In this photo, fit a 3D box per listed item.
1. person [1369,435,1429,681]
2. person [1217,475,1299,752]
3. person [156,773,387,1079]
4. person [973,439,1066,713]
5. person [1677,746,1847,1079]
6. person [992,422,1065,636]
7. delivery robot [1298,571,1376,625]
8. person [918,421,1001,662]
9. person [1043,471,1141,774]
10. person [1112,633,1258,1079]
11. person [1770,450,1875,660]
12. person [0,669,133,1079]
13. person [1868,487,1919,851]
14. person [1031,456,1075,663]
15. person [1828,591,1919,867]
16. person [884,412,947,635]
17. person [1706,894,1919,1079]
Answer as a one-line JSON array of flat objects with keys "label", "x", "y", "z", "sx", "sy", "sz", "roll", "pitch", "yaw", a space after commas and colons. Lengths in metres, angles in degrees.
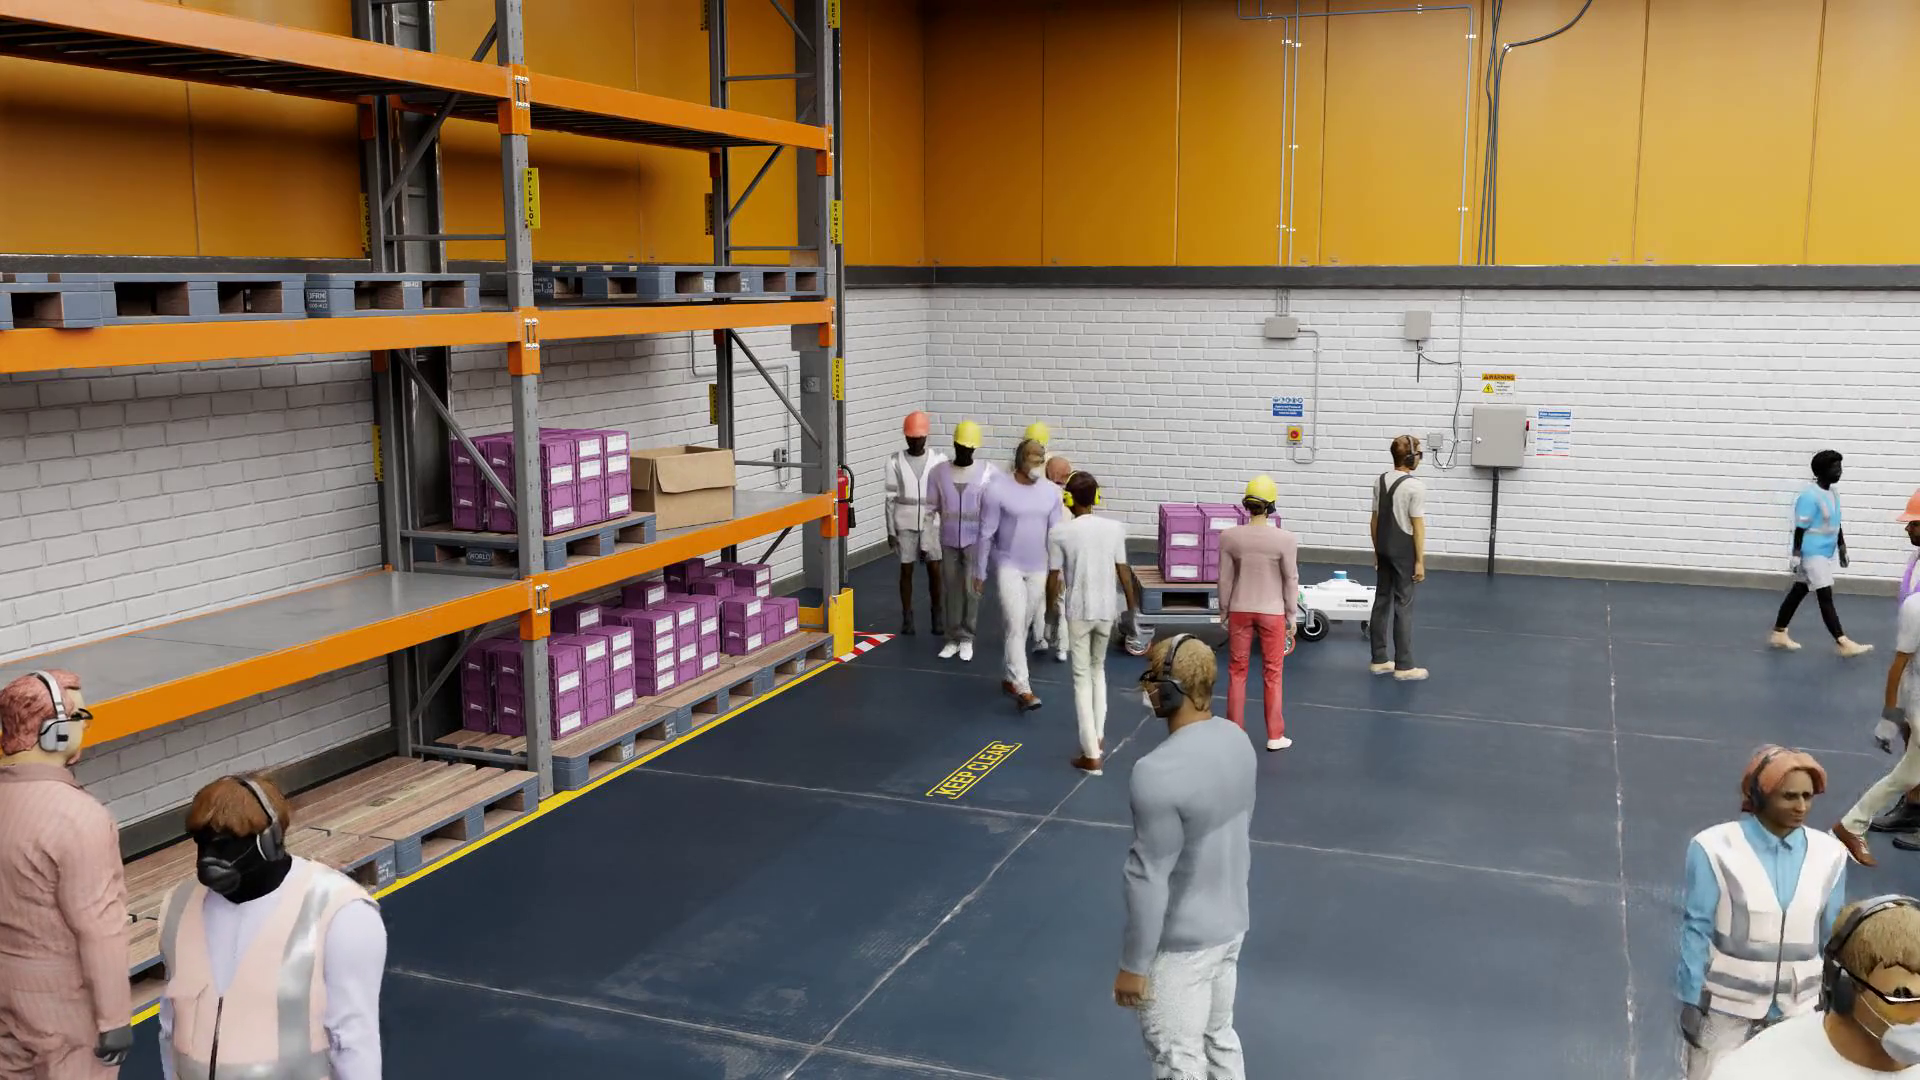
[{"label": "person", "x": 3.301, "y": 0.129, "z": 12.520, "sx": 0.347, "sy": 1.846, "sz": 0.505, "roll": -5, "pitch": 10, "yaw": -28}, {"label": "person", "x": 1.904, "y": 0.469, "z": 10.631, "sx": 0.522, "sy": 1.769, "sz": 0.317, "roll": 4, "pitch": 10, "yaw": 24}, {"label": "person", "x": -1.729, "y": 1.460, "z": 4.234, "sx": 0.642, "sy": 1.822, "sz": 0.652, "roll": 2, "pitch": 9, "yaw": 12}, {"label": "person", "x": 0.488, "y": 0.249, "z": 11.623, "sx": 0.650, "sy": 1.891, "sz": 0.959, "roll": -4, "pitch": 10, "yaw": -26}, {"label": "person", "x": 2.454, "y": 1.405, "z": 5.200, "sx": 0.515, "sy": 1.619, "sz": 0.662, "roll": 0, "pitch": 9, "yaw": 1}, {"label": "person", "x": 0.567, "y": -0.099, "z": 14.097, "sx": 0.625, "sy": 1.796, "sz": 0.706, "roll": 7, "pitch": 11, "yaw": 37}, {"label": "delivery robot", "x": 3.174, "y": 0.504, "z": 13.911, "sx": 0.707, "sy": 0.478, "sz": 0.477, "roll": 1, "pitch": 9, "yaw": 6}, {"label": "person", "x": 0.001, "y": 0.015, "z": 13.031, "sx": 0.680, "sy": 1.902, "sz": 0.549, "roll": 2, "pitch": 9, "yaw": 14}, {"label": "person", "x": 0.811, "y": 0.493, "z": 10.292, "sx": 0.572, "sy": 1.827, "sz": 0.667, "roll": -3, "pitch": 9, "yaw": -17}, {"label": "person", "x": 0.717, "y": 1.250, "z": 5.248, "sx": 0.377, "sy": 1.932, "sz": 0.637, "roll": 6, "pitch": 11, "yaw": 34}, {"label": "person", "x": 6.868, "y": 0.116, "z": 13.178, "sx": 0.544, "sy": 1.646, "sz": 0.855, "roll": -8, "pitch": 12, "yaw": -41}, {"label": "person", "x": -2.650, "y": 1.317, "z": 4.903, "sx": 0.641, "sy": 1.900, "sz": 0.402, "roll": 4, "pitch": 10, "yaw": 25}, {"label": "person", "x": 5.090, "y": 0.676, "z": 8.799, "sx": 0.375, "sy": 1.935, "sz": 0.551, "roll": 0, "pitch": 9, "yaw": 2}, {"label": "person", "x": 0.744, "y": 0.143, "z": 13.114, "sx": 0.531, "sy": 1.618, "sz": 0.532, "roll": -2, "pitch": 9, "yaw": -10}, {"label": "person", "x": 4.763, "y": 0.832, "z": 8.217, "sx": 0.517, "sy": 1.821, "sz": 0.985, "roll": -4, "pitch": 10, "yaw": -25}, {"label": "person", "x": -0.358, "y": -0.123, "z": 13.946, "sx": 0.562, "sy": 1.909, "sz": 0.499, "roll": -1, "pitch": 9, "yaw": -8}, {"label": "person", "x": 1.686, "y": 1.599, "z": 3.059, "sx": 0.663, "sy": 1.910, "sz": 0.810, "roll": 0, "pitch": 9, "yaw": -3}]
